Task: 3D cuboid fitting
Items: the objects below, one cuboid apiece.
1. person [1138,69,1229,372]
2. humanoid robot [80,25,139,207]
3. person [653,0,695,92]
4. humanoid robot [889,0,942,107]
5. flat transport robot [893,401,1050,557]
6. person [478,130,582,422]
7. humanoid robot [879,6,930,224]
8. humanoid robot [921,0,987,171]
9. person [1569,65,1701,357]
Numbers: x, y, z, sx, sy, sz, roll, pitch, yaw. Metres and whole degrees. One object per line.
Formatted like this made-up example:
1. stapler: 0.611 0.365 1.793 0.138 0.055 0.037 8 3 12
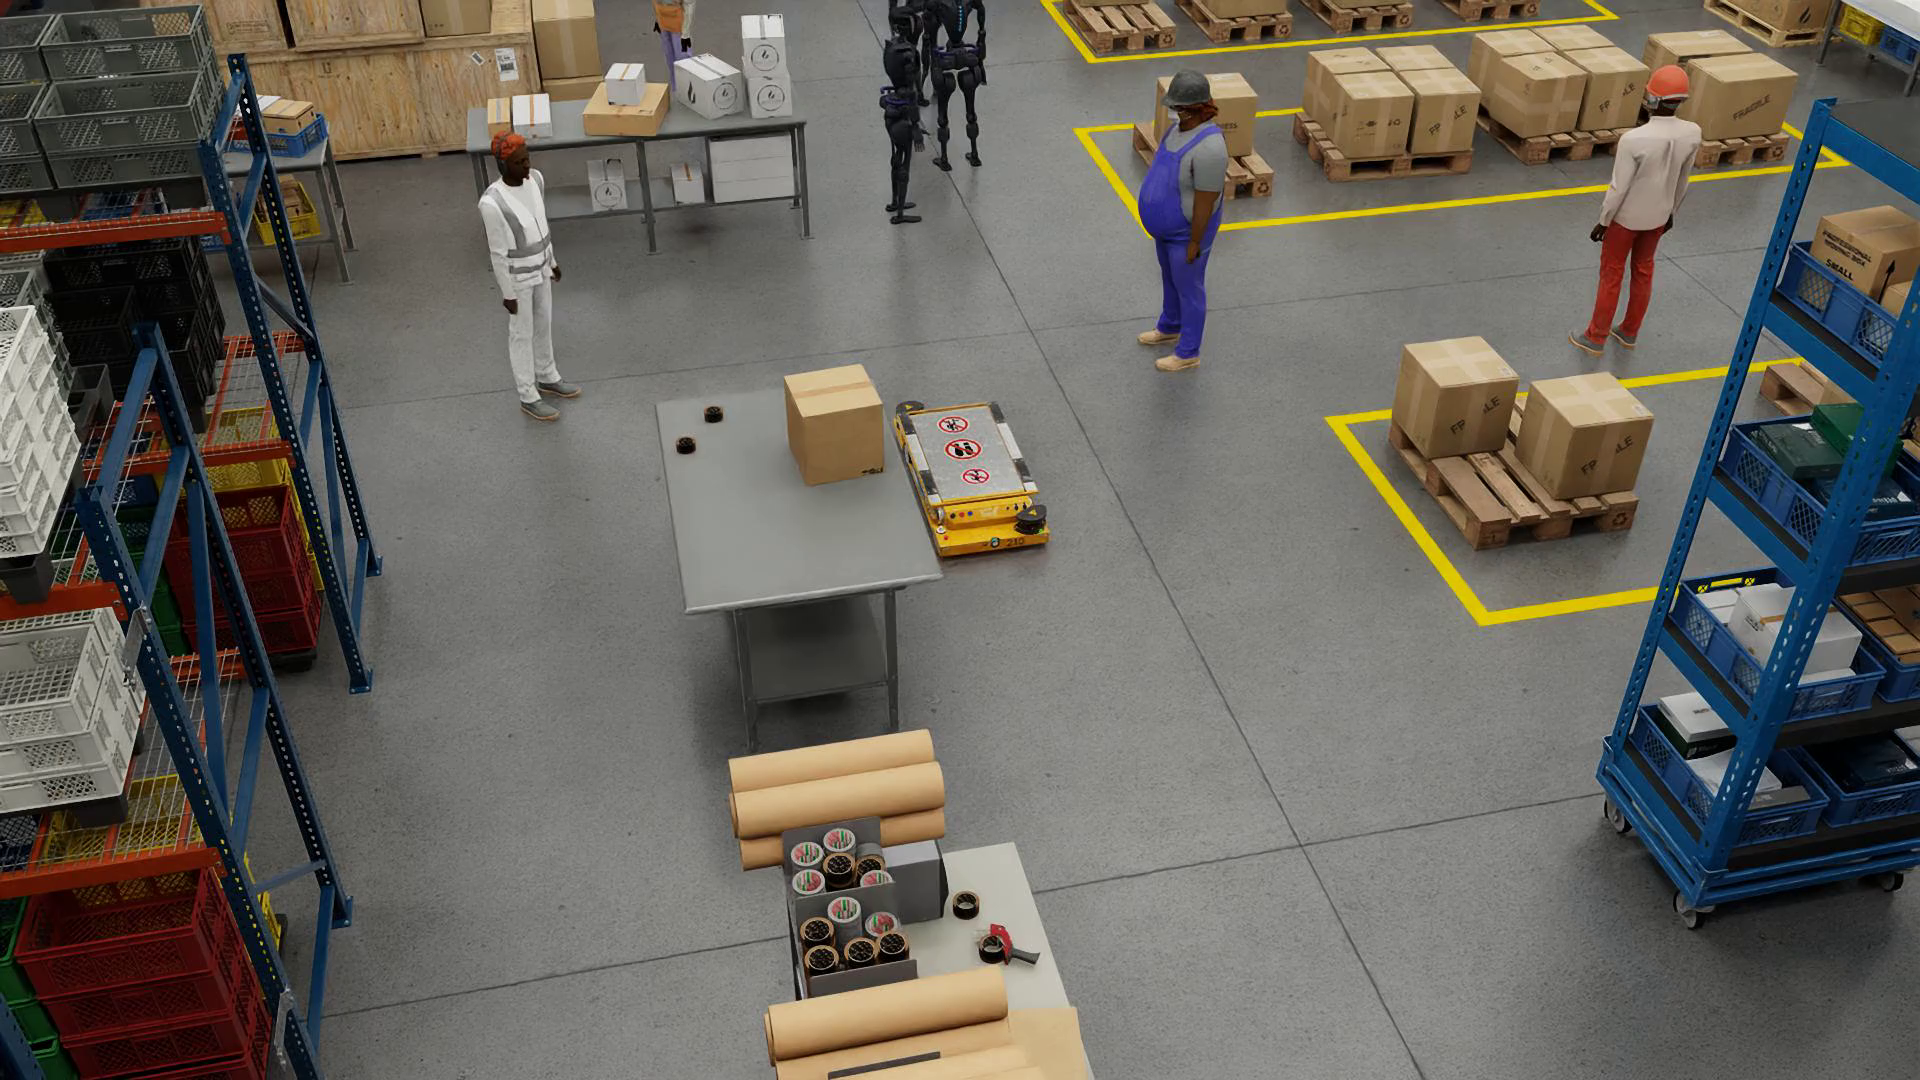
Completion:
1. person: 1.424 -2.099 10.892 0.536 2.000 0.678 -7 37 -10
2. humanoid robot: -6.367 -3.031 12.441 0.452 1.646 0.574 -1 37 -1
3. person: -2.427 -4.382 14.054 0.366 1.928 0.585 -22 42 -27
4. humanoid robot: -0.337 -4.676 14.661 0.644 1.643 0.370 -26 44 -31
5. flat transport robot: 0.046 -0.430 10.108 0.652 0.197 1.431 -8 37 -10
6. person: -2.705 -1.662 10.436 0.361 1.882 0.574 13 39 17
7. humanoid robot: -0.433 -3.257 12.753 0.327 1.658 0.578 -9 38 -11
8. humanoid robot: -0.042 -3.860 13.560 0.568 1.650 0.339 -12 38 -15
9. person: 4.479 -2.160 11.012 0.622 1.992 0.388 -11 38 -15
